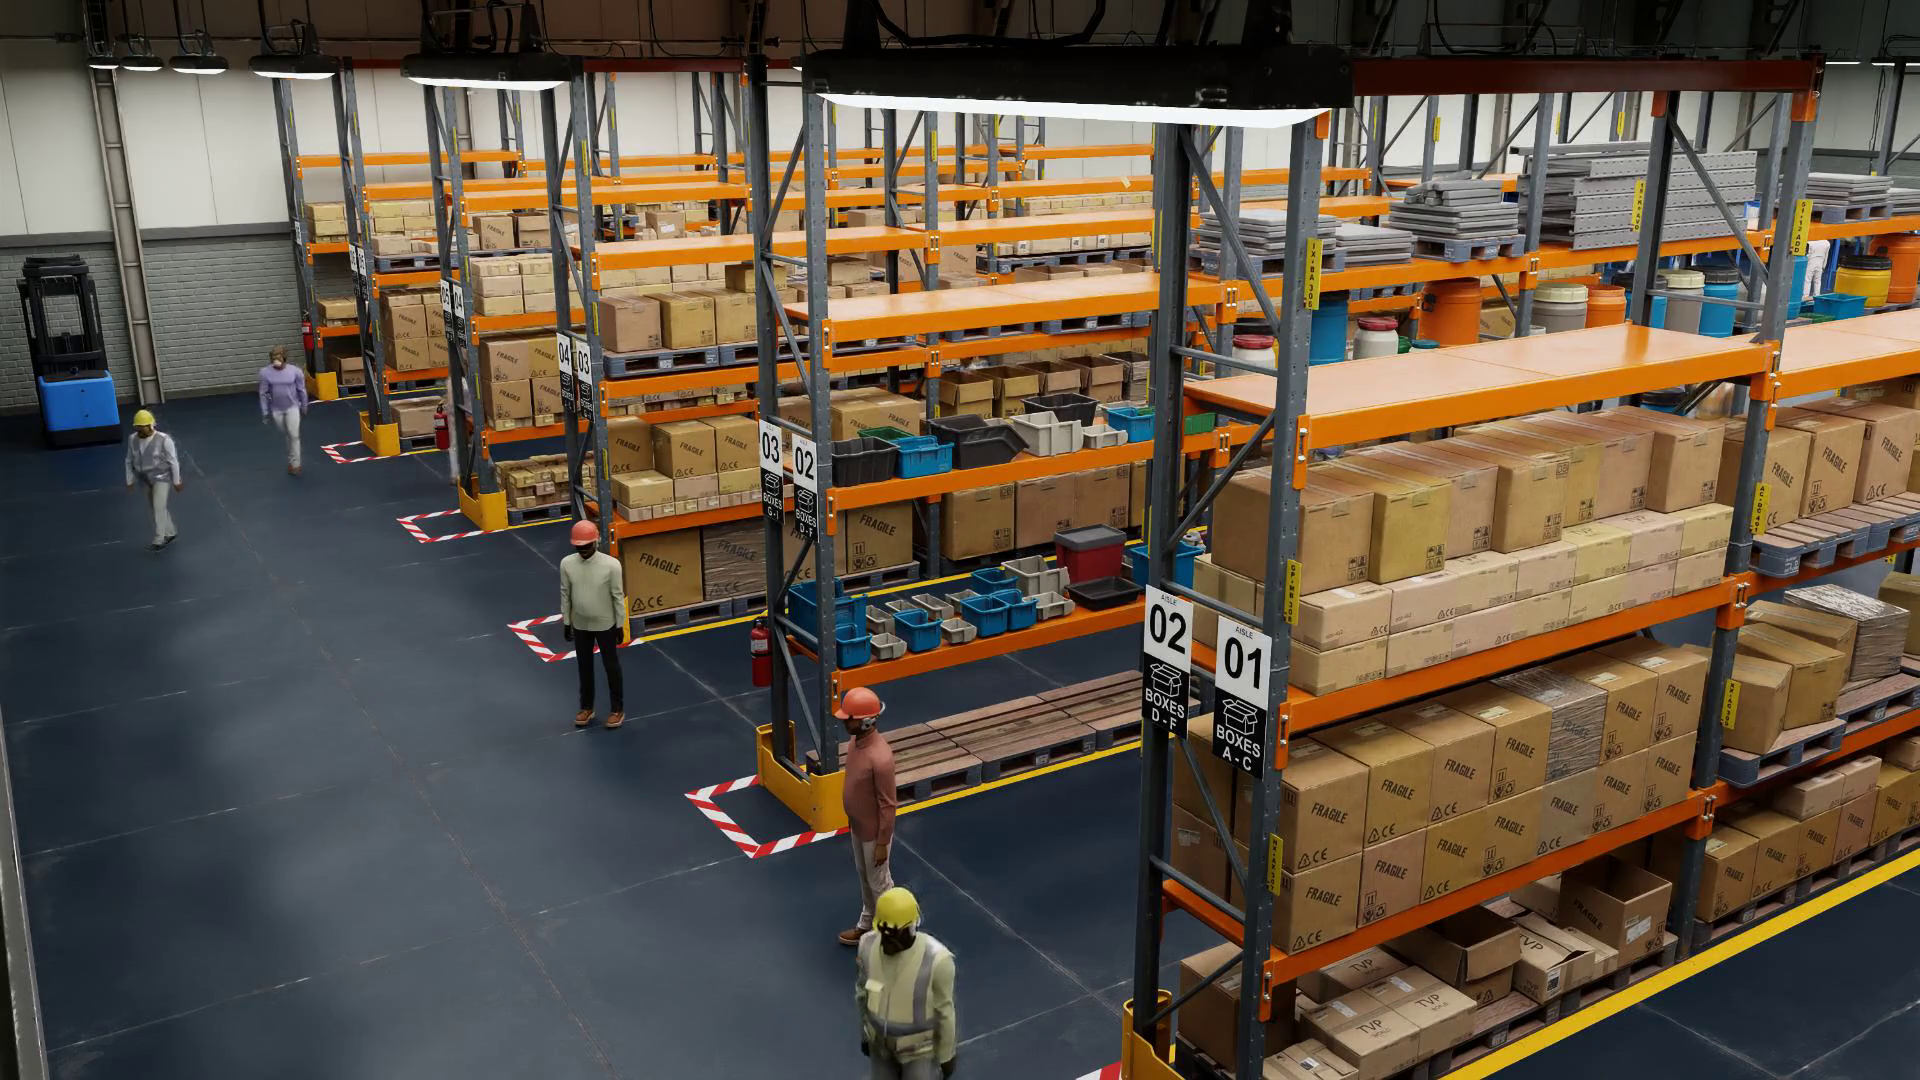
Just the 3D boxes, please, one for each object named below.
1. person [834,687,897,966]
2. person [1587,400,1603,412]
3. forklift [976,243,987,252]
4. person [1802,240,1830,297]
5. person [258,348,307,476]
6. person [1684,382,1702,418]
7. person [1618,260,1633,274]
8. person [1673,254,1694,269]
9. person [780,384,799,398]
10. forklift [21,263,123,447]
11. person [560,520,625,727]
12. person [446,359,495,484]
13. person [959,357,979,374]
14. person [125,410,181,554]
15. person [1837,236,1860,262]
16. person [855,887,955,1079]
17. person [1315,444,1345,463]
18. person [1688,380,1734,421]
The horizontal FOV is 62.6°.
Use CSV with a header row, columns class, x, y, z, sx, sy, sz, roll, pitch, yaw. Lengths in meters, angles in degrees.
class,x,y,z,sx,sy,sz,roll,pitch,yaw
person,-0.635,1.930,10.706,0.397,1.992,0.621,-7,18,-22
person,10.865,-2.906,26.736,0.607,1.897,0.603,3,17,9
forklift,0.988,-5.474,34.718,1.214,2.155,2.313,-10,20,-31
person,21.570,-6.929,39.909,0.648,1.904,0.401,-2,17,-5
person,-10.031,-1.889,23.385,0.630,1.893,0.973,-3,17,-8
person,12.549,-3.080,27.097,0.948,2.004,0.642,1,17,4
person,19.087,-8.278,44.465,0.562,1.817,0.963,-6,18,-19
person,19.586,-7.698,42.623,0.640,1.797,0.935,-5,18,-17
person,-2.243,-1.247,21.475,0.972,1.796,0.648,-7,18,-22
forklift,-14.518,-3.079,25.708,1.129,2.768,1.873,-10,20,-31
person,-3.387,0.765,14.546,0.617,1.986,0.407,3,17,10
person,-7.171,-1.768,23.164,0.614,1.788,0.935,11,20,33
person,0.173,-2.009,23.801,1.012,1.902,0.606,-11,20,-32
person,-10.169,-0.729,19.763,0.599,1.795,0.856,4,17,12
person,27.145,-9.405,48.013,0.552,1.905,0.784,-12,21,-35
person,-0.286,2.672,8.567,0.607,1.819,0.560,8,19,25
person,4.997,-1.229,21.196,0.467,1.927,0.554,-9,19,-28
person,10.701,-1.641,22.599,0.565,1.881,0.993,15,22,40
